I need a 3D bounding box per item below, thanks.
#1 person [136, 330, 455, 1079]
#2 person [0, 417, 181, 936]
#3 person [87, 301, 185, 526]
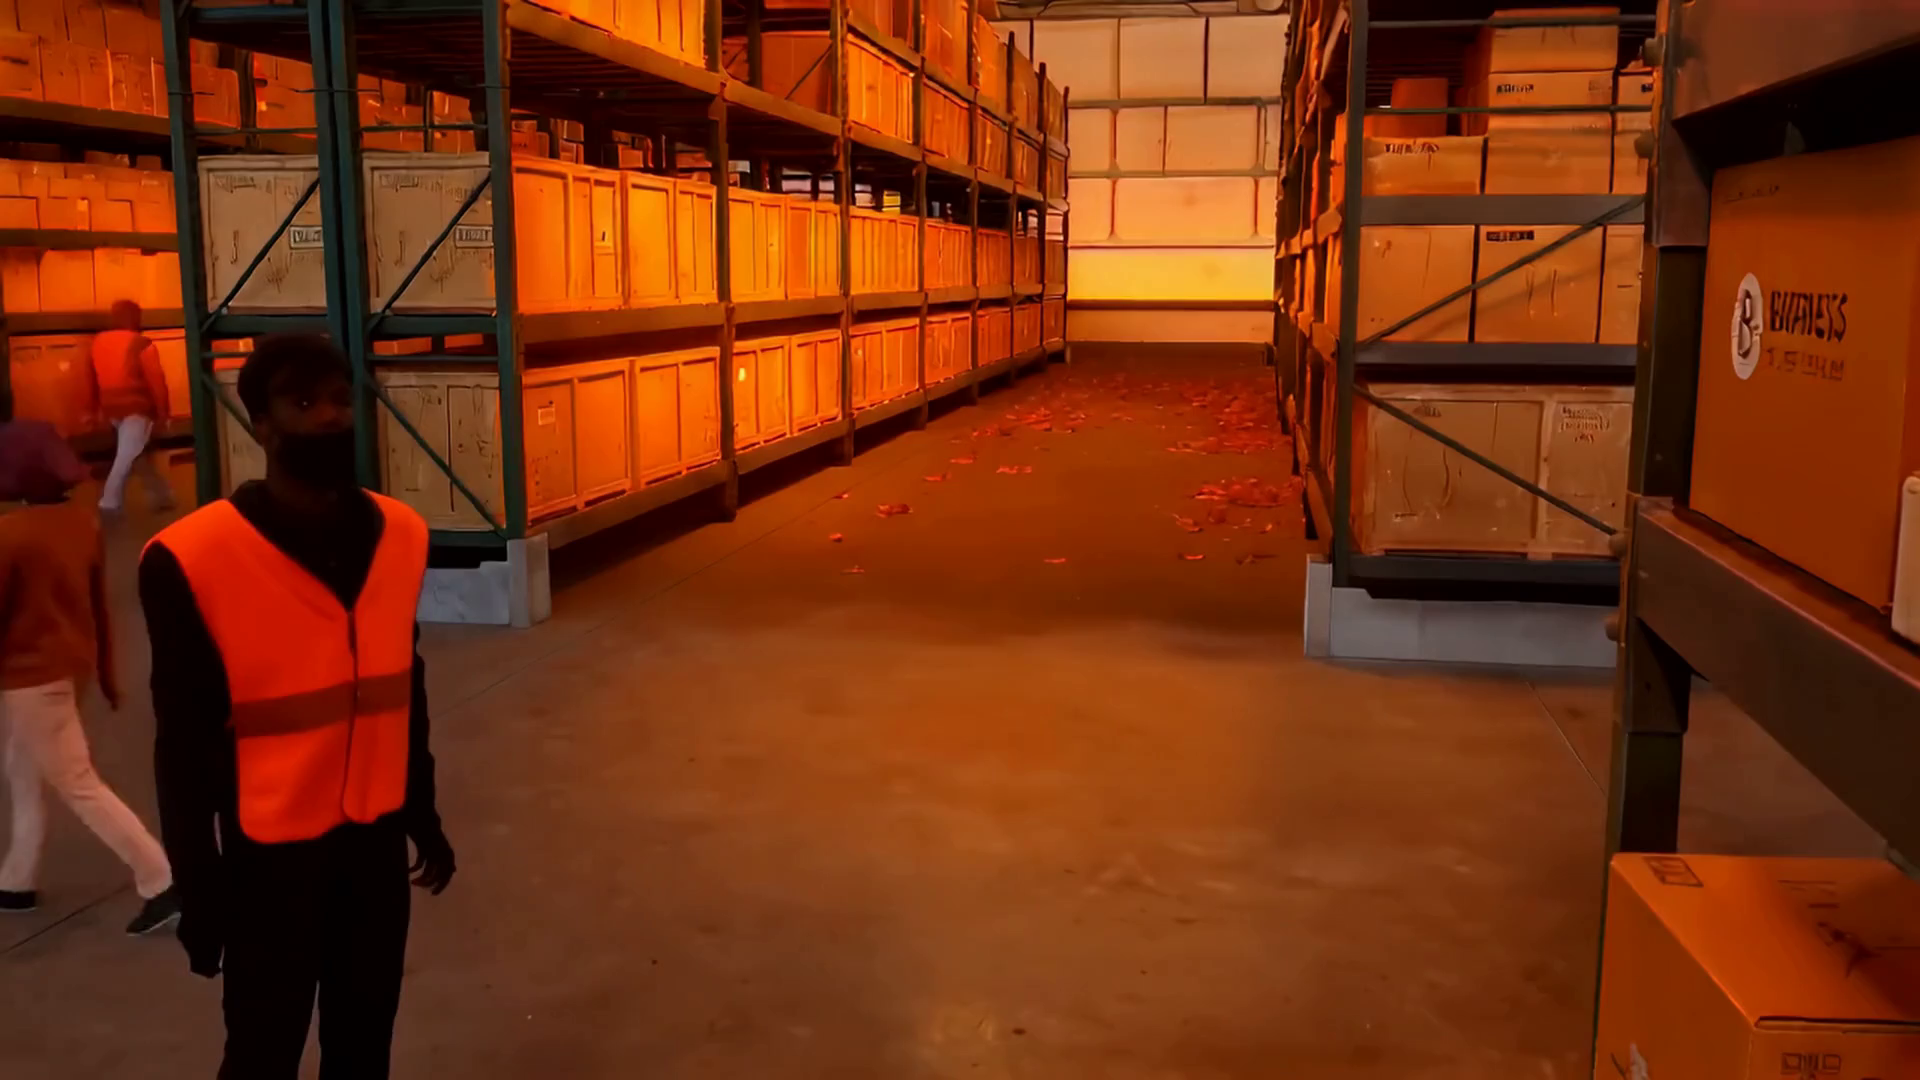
[{"bbox_3d":[-1.239,0.564,3.163,0.372,1.916,0.596,5,11,29],"label":"person"},{"bbox_3d":[-2.745,0.418,5.078,0.855,1.595,0.500,1,9,6],"label":"person"},{"bbox_3d":[-6.695,-1.027,13.430,0.628,1.797,0.984,3,10,19],"label":"person"}]
